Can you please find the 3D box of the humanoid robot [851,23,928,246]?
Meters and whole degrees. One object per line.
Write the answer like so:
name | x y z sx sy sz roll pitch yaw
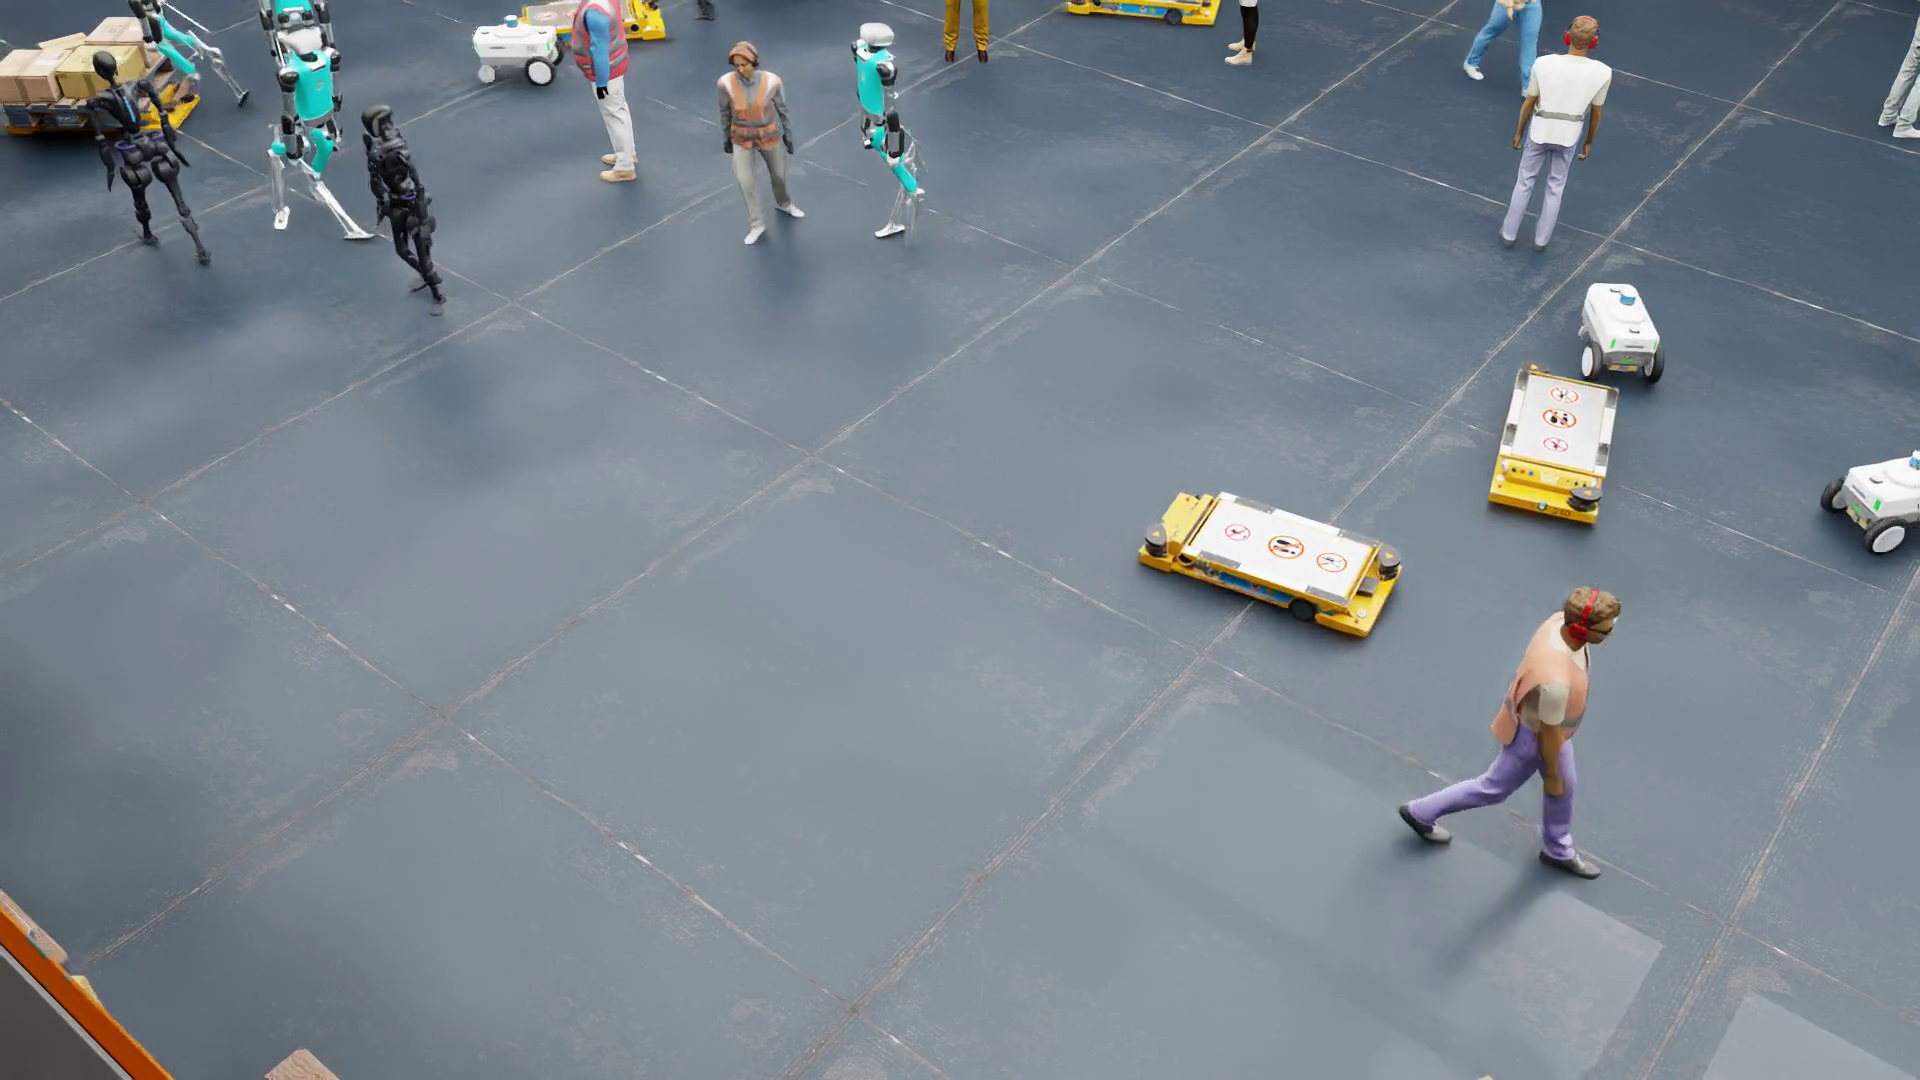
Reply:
humanoid robot | -0.451 -3.021 12.563 0.656 1.880 0.543 -21 45 -23

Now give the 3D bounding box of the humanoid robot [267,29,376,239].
humanoid robot | -5.046 -3.064 12.589 0.994 1.741 0.574 21 45 23

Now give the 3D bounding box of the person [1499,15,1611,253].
person | 4.428 -2.990 12.389 0.573 1.832 0.401 9 41 10

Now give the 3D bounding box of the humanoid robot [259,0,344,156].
humanoid robot | -5.352 -3.914 13.634 0.543 1.912 0.730 -15 42 -16

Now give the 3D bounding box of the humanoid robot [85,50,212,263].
humanoid robot | -6.078 -2.852 12.383 0.601 1.627 0.729 -31 49 -31

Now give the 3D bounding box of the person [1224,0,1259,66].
person | 2.618 -5.160 15.051 0.322 1.691 0.532 9 41 11

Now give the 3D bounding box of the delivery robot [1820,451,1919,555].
delivery robot | 5.774 -0.285 10.179 0.769 0.577 0.499 -9 41 -10

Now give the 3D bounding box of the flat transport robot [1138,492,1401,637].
flat transport robot | 1.855 0.104 9.956 1.431 0.231 0.659 19 44 21

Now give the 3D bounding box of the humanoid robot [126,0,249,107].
humanoid robot | -6.626 -4.404 14.172 0.956 1.805 0.546 -9 41 -11

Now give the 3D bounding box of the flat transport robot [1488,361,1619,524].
flat transport robot | 3.889 -0.659 10.853 0.659 0.231 1.431 14 42 16

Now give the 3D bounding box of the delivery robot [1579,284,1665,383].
delivery robot | 4.599 -1.441 11.563 0.525 0.608 0.779 2 40 2

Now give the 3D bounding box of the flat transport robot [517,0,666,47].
flat transport robot | -3.571 -4.937 15.886 1.431 0.231 0.659 -9 41 -11

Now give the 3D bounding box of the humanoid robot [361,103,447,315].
humanoid robot | -3.908 -2.370 11.784 0.610 1.647 0.425 27 47 28

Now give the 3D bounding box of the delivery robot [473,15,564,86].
delivery robot | -4.009 -4.454 15.104 0.808 0.604 0.499 0 40 0

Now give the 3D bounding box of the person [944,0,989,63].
person | 0.067 -5.182 15.034 0.527 1.750 0.343 1 40 1

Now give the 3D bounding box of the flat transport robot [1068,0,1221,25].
flat transport robot | 1.824 -5.331 16.349 1.431 0.231 0.659 9 41 10

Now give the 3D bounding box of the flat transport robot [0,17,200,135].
flat transport robot | -7.474 -3.766 14.508 1.431 0.231 0.659 0 40 0

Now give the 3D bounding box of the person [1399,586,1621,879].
person | 2.691 0.894 7.846 0.961 1.802 0.554 20 44 22

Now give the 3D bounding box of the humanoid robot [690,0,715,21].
humanoid robot | -2.566 -5.773 15.789 0.407 1.641 0.590 21 45 23

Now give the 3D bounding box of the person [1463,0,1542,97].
person | 4.899 -4.756 14.581 0.489 1.677 0.897 -17 43 -19

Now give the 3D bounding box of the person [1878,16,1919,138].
person | 8.184 -4.202 13.894 0.320 1.728 0.487 -10 41 -11

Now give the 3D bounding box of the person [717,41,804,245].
person | -1.527 -3.082 12.672 0.554 1.606 0.538 -1 40 -1

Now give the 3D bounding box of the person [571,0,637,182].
person | -2.861 -3.774 13.315 0.432 1.837 0.629 -4 41 -4
